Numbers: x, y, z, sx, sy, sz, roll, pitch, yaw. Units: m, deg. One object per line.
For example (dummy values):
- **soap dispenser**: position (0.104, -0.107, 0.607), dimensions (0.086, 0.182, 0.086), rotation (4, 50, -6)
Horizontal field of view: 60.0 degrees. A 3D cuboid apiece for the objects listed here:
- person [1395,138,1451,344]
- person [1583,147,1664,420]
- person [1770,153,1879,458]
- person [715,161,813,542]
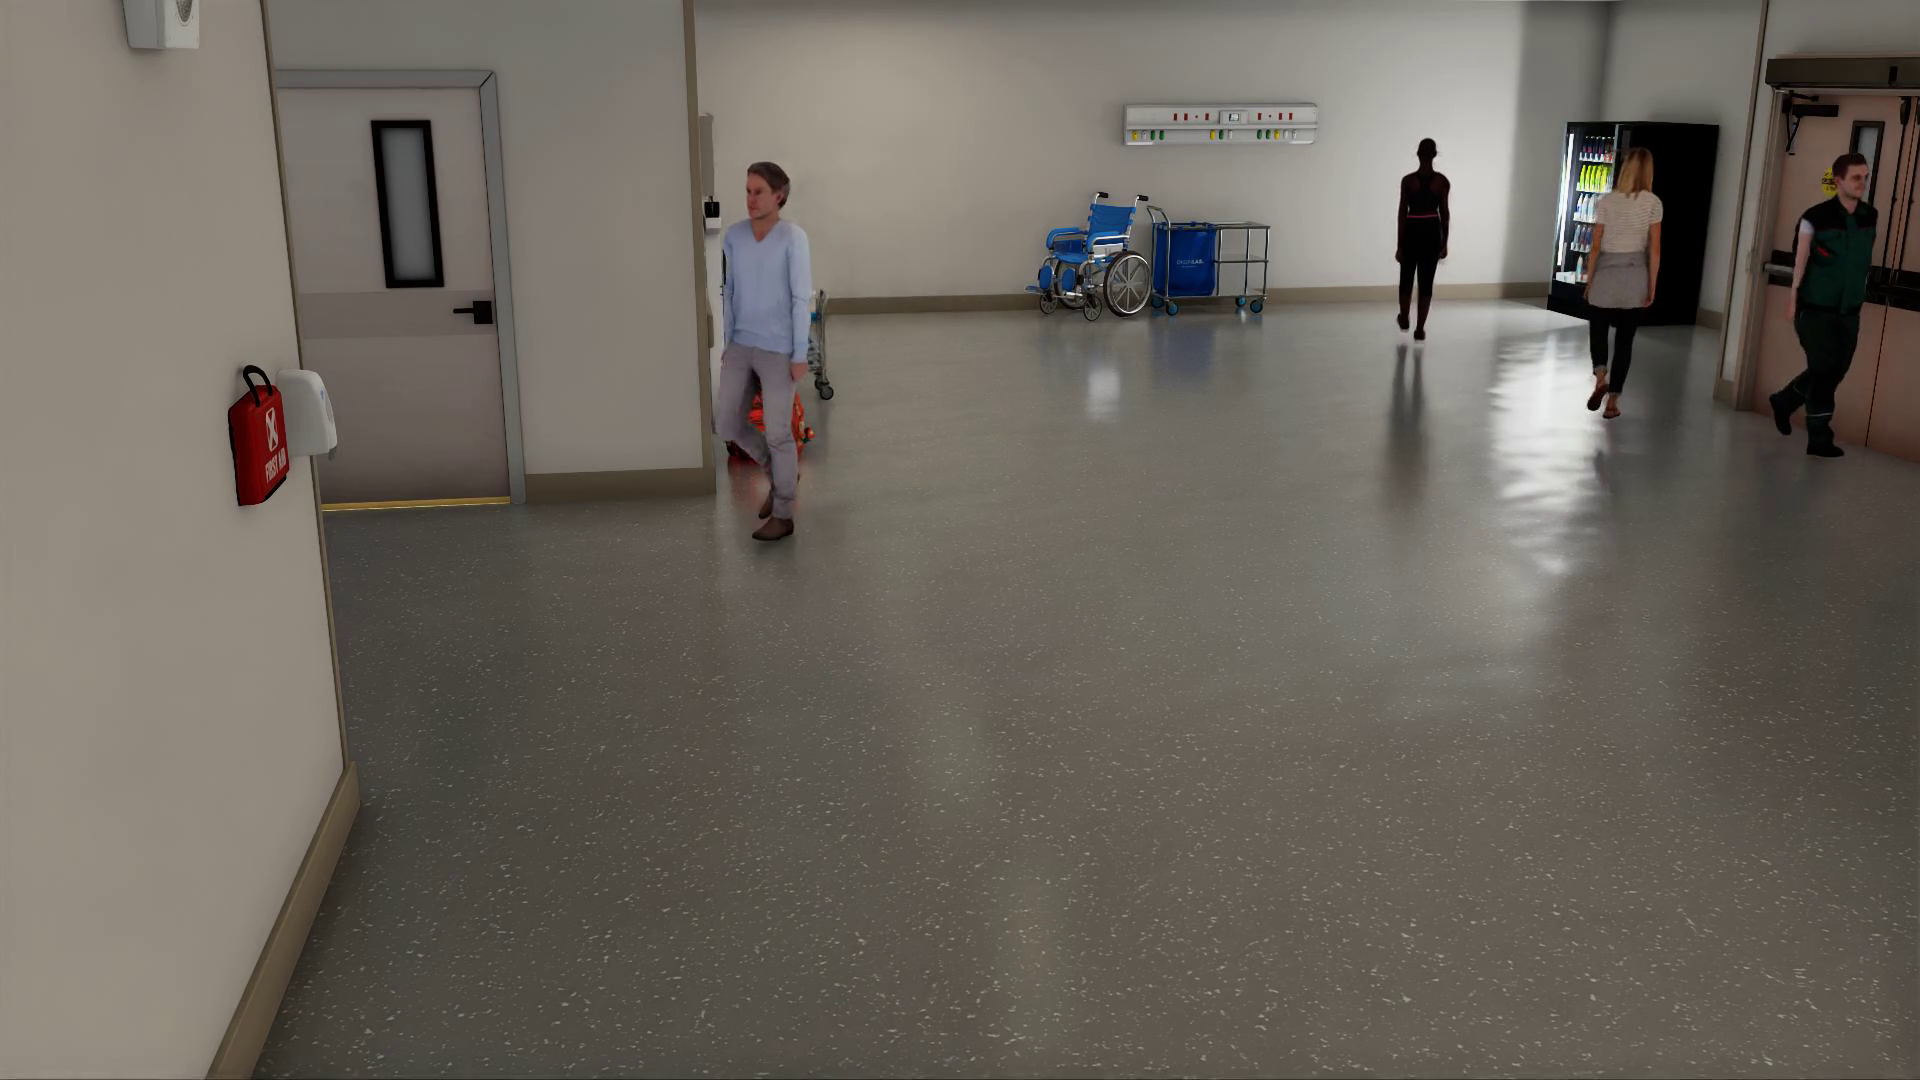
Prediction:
- **person**: position (3.973, -2.529, 14.293), dimensions (0.927, 1.712, 1.209), rotation (4, 16, 13)
- **person**: position (4.399, -1.677, 11.080), dimensions (0.852, 1.815, 0.965), rotation (6, 17, 21)
- **person**: position (5.293, -1.437, 10.215), dimensions (0.644, 1.818, 1.028), rotation (-3, 16, -9)
- **person**: position (-0.923, -0.946, 8.367), dimensions (0.881, 1.879, 0.942), rotation (8, 18, 27)
